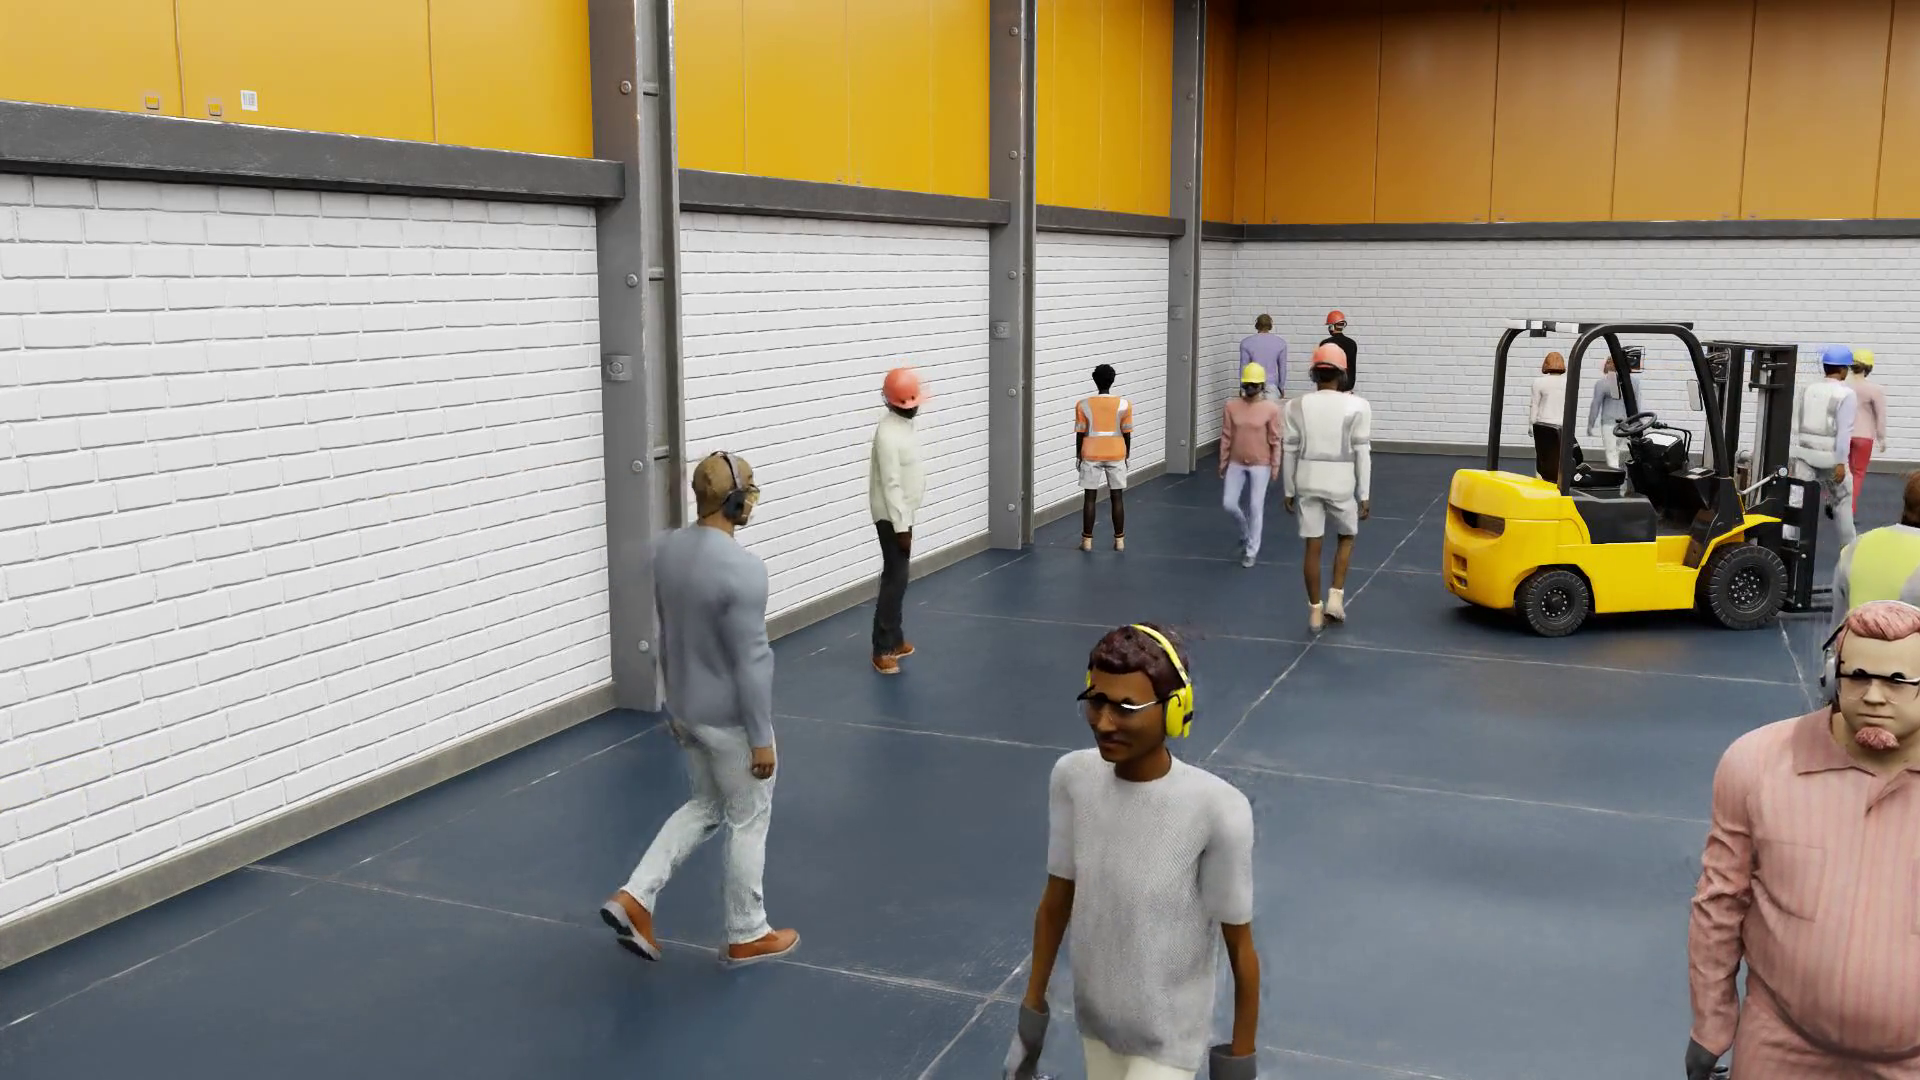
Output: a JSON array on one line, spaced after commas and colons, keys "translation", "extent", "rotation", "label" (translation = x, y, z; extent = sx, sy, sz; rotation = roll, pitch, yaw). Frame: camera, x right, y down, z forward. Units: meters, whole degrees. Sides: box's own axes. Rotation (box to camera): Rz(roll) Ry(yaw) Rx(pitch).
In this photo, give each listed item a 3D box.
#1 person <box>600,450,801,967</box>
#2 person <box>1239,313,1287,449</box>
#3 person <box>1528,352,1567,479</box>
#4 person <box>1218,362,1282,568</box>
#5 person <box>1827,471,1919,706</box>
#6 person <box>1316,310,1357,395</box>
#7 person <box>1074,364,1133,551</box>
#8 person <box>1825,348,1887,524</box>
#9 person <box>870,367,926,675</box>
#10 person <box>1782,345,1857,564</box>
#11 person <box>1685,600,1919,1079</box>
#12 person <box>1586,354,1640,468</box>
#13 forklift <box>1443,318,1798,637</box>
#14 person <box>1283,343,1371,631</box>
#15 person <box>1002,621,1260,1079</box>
[{"translation": [-0.919, 0.637, 5.955], "extent": [0.663, 1.921, 0.643], "rotation": [-8, 12, -39], "label": "person"}, {"translation": [4.015, -2.038, 22.101], "extent": [0.630, 1.938, 0.369], "rotation": [0, 9, 2], "label": "person"}, {"translation": [6.493, -1.248, 18.263], "extent": [0.494, 1.624, 0.282], "rotation": [-1, 9, -4], "label": "person"}, {"translation": [2.466, -0.637, 14.152], "extent": [0.553, 1.751, 0.397], "rotation": [5, 11, 27], "label": "person"}, {"translation": [3.721, 0.622, 6.376], "extent": [0.819, 1.807, 0.631], "rotation": [-2, 9, -9], "label": "person"}, {"translation": [4.869, -1.979, 21.603], "extent": [0.617, 1.990, 0.402], "rotation": [-5, 11, -29], "label": "person"}, {"translation": [1.291, -0.736, 14.973], "extent": [0.532, 1.690, 0.322], "rotation": [0, 9, 0], "label": "person"}, {"translation": [8.883, -1.017, 16.470], "extent": [0.368, 1.752, 0.533], "rotation": [-6, 11, -33], "label": "person"}, {"translation": [-0.380, -0.142, 10.631], "extent": [0.385, 1.945, 0.746], "rotation": [1, 9, 7], "label": "person"}, {"translation": [7.441, -0.728, 14.304], "extent": [0.994, 1.895, 0.630], "rotation": [-3, 10, -18], "label": "person"}, {"translation": [1.839, 1.059, 3.432], "extent": [0.651, 1.906, 0.403], "rotation": [5, 11, 29], "label": "person"}, {"translation": [7.177, -1.267, 18.380], "extent": [0.529, 1.607, 0.645], "rotation": [-2, 9, -9], "label": "person"}, {"translation": [4.706, -0.497, 11.990], "extent": [2.313, 2.155, 1.214], "rotation": [-2, 10, -10], "label": "forklift"}, {"translation": [2.581, -0.368, 11.708], "extent": [0.631, 2.024, 0.470], "rotation": [4, 10, 22], "label": "person"}, {"translation": [0.327, 1.079, 3.491], "extent": [0.589, 1.850, 0.513], "rotation": [-8, 12, -40], "label": "person"}]
